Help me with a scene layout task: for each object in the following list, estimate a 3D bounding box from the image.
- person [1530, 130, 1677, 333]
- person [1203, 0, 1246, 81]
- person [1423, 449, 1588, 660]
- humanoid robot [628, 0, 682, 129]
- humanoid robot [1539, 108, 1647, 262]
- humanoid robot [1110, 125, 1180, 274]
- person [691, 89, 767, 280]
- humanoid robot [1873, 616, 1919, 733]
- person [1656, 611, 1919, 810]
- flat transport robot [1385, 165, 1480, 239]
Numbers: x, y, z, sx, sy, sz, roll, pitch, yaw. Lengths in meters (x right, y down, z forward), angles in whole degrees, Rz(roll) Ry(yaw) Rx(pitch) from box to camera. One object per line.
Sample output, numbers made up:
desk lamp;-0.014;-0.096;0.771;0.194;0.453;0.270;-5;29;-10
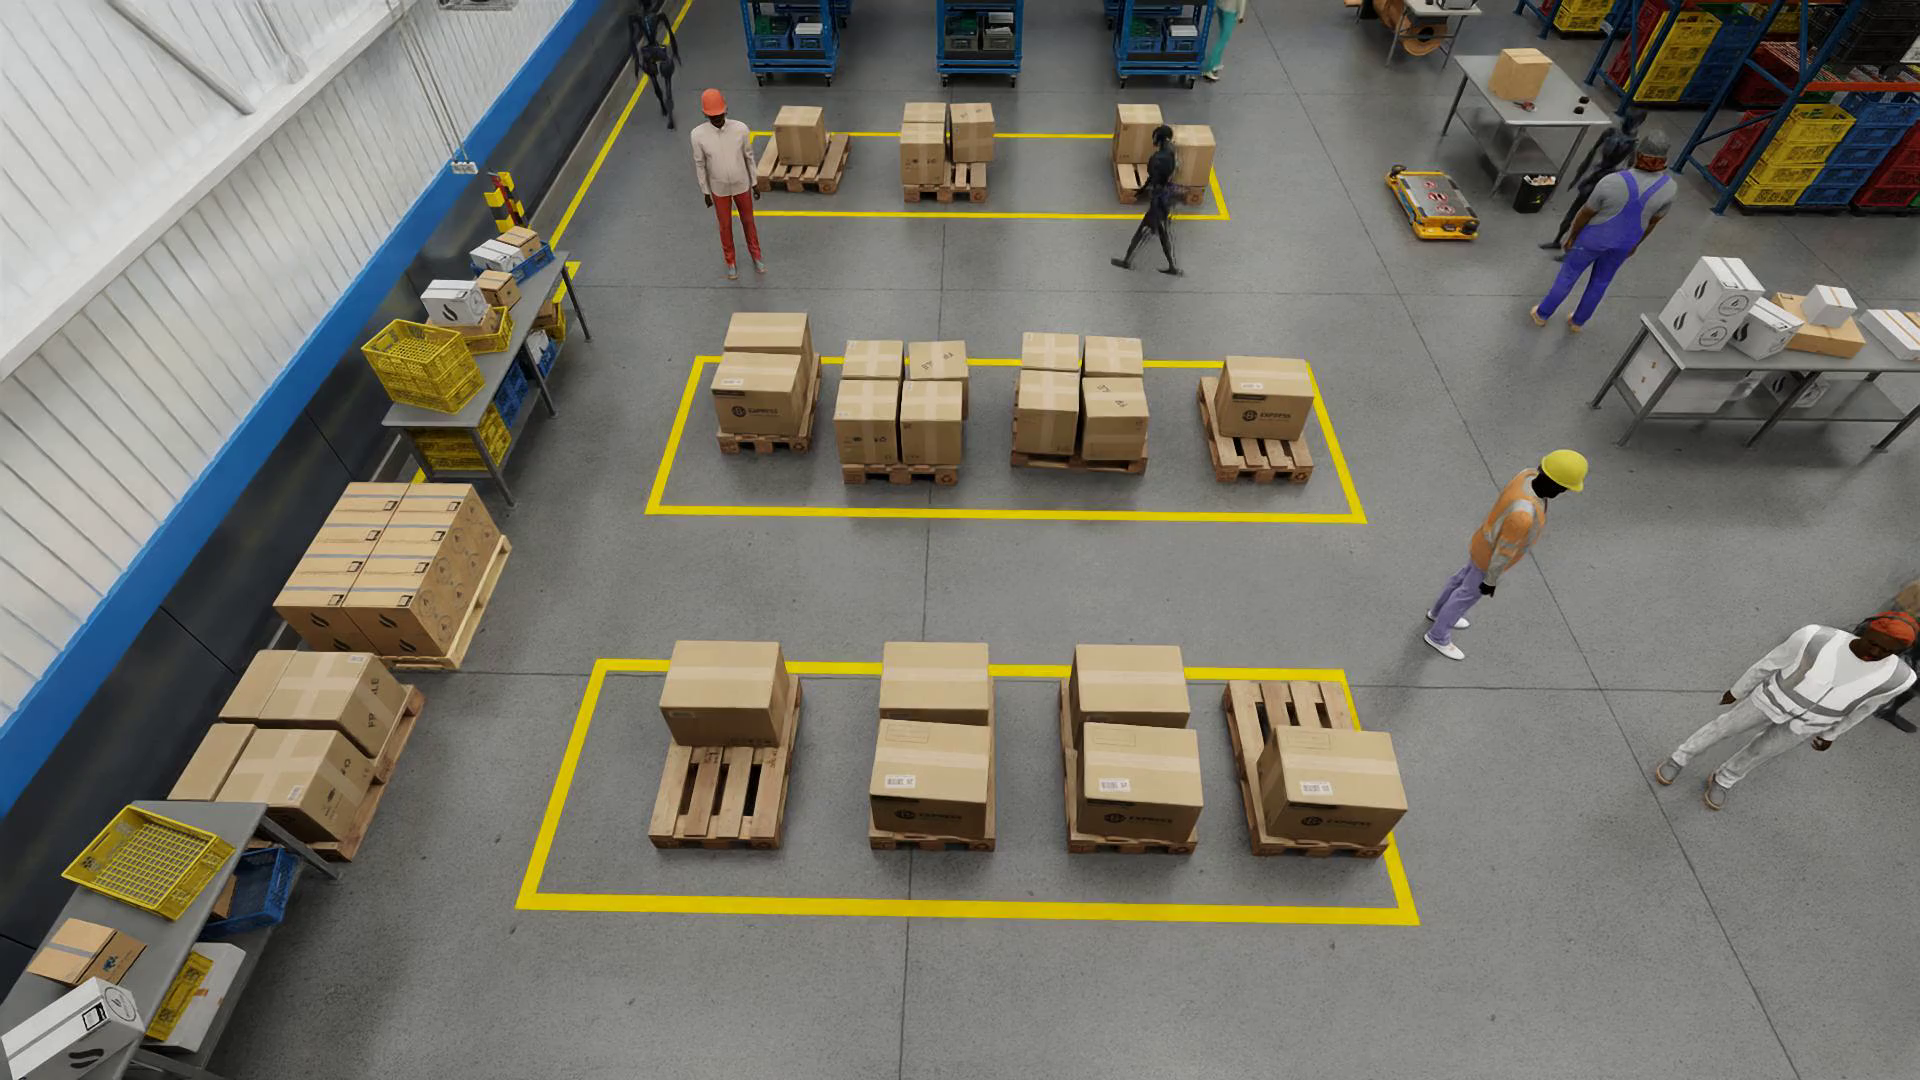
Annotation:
person;6.298;-2.982;8.943;0.677;2.000;0.535;13;50;11
person;3.820;-7.571;13.130;0.564;1.714;0.633;-16;51;-14
person;3.736;0.094;6.362;0.374;1.918;0.584;22;53;18
humanoid robot;-4.044;-6.373;12.148;0.600;1.623;0.756;-4;49;-4
humanoid robot;6.861;-3.823;9.905;0.391;1.649;0.631;-11;50;-10
humanoid robot;2.101;-3.572;9.728;0.761;1.625;0.542;24;53;20
person;-2.407;-3.701;9.596;0.616;1.994;0.378;-17;51;-14
humanoid robot;6.550;0.566;6.156;0.559;1.644;0.793;-34;57;-26
person;5.020;1.037;5.567;0.583;1.882;0.345;30;56;24
flat transport robot;5.692;-4.094;11.059;0.652;0.197;1.431;1;49;1
